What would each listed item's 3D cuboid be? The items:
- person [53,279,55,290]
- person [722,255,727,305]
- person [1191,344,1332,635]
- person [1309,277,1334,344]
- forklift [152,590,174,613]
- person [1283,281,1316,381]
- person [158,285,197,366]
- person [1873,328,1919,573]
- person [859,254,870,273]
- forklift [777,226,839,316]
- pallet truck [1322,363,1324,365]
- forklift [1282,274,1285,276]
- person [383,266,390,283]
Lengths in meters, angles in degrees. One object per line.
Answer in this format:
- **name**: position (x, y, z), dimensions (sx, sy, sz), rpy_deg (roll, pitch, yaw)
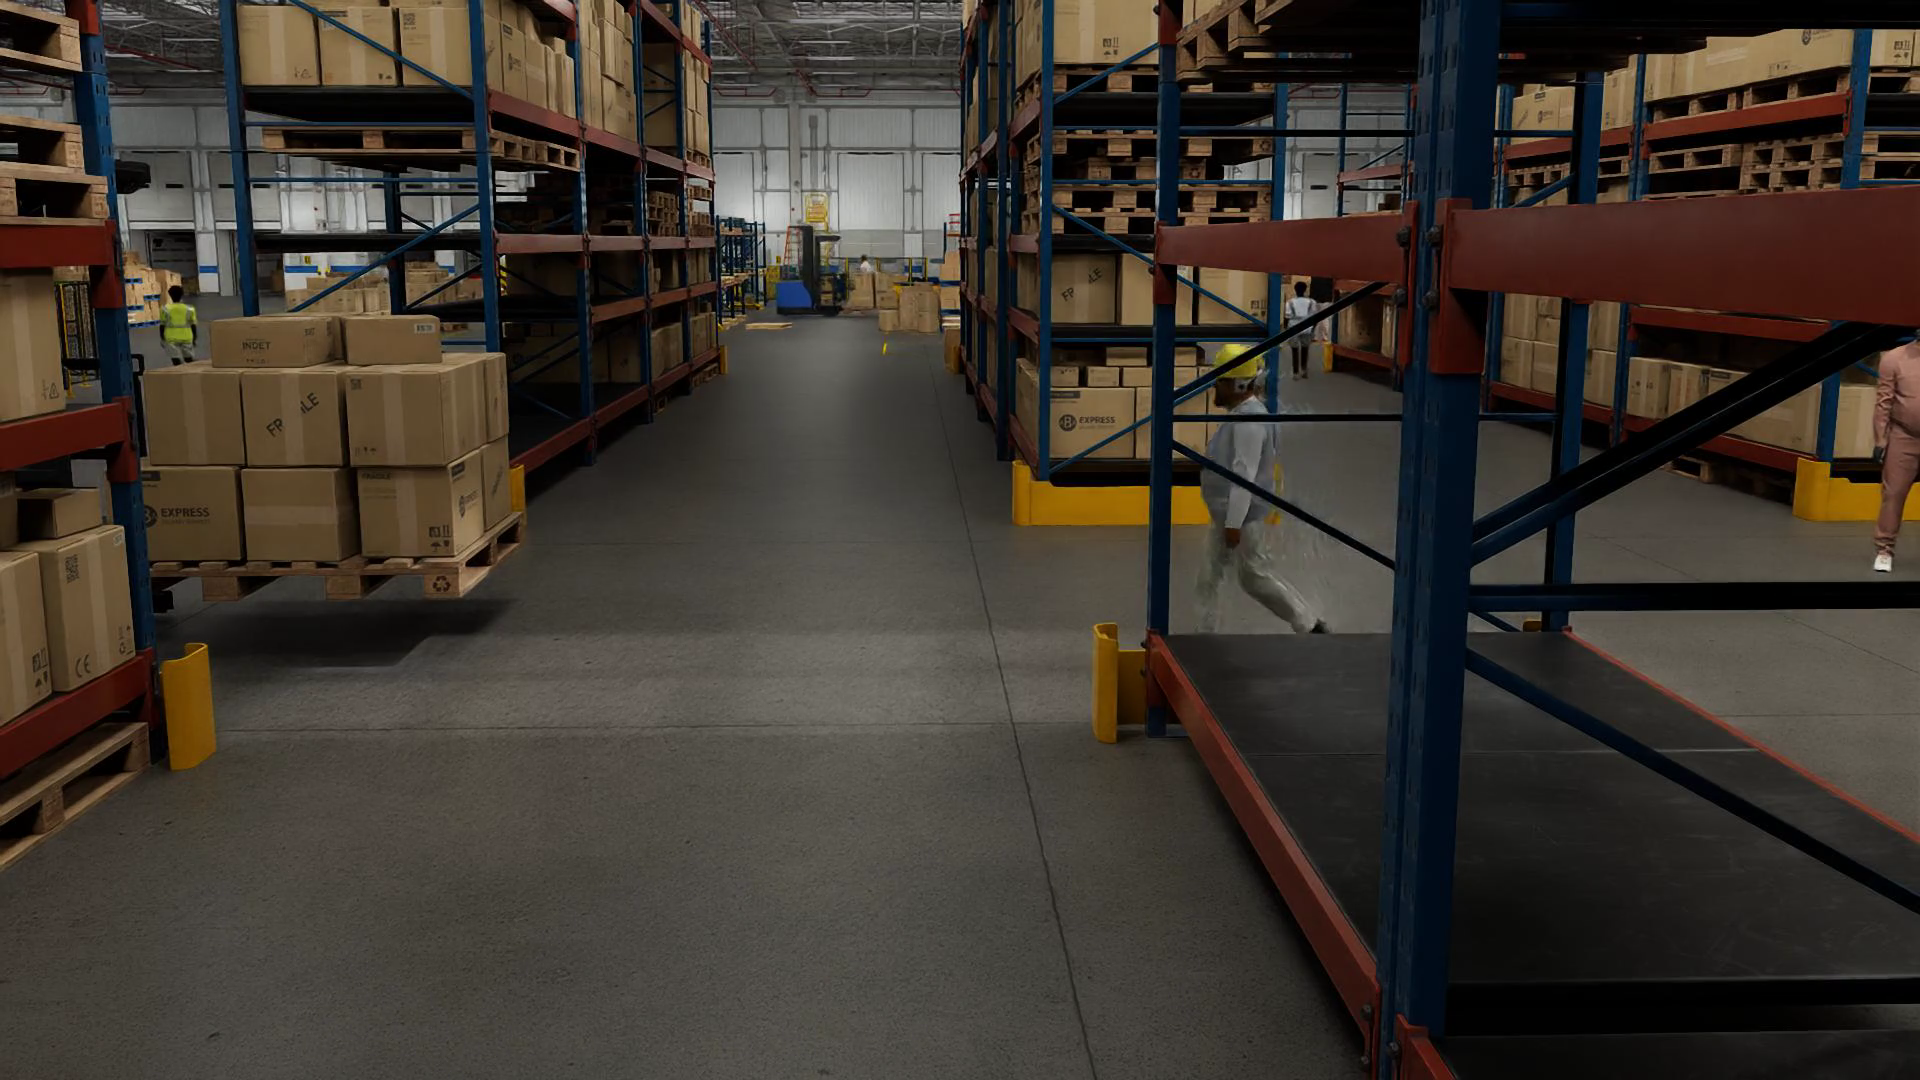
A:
- **person**: position (-20.521, -5.291, 37.139), dimensions (0.364, 1.964, 0.612), rpy_deg (9, 13, 40)
- **person**: position (-8.743, -9.598, 61.505), dimensions (0.430, 1.839, 0.636), rpy_deg (-5, 11, -24)
- **person**: position (1.611, -0.180, 9.155), dimensions (0.843, 1.802, 0.601), rpy_deg (0, 10, 1)
- **person**: position (8.286, -5.497, 38.220), dimensions (0.392, 1.991, 0.613), rpy_deg (-9, 14, -41)
- **forklift**: position (-5.858, -0.811, 9.639), dimensions (1.873, 2.768, 1.129), rpy_deg (-1, 10, -3)
- **person**: position (5.751, -3.555, 28.245), dimensions (0.557, 1.674, 0.593), rpy_deg (0, 10, 2)
- **person**: position (-12.096, -3.092, 25.716), dimensions (0.541, 1.670, 0.715), rpy_deg (-7, 12, -33)
- **person**: position (6.801, -0.694, 11.734), dimensions (0.647, 1.899, 0.399), rpy_deg (4, 11, 22)
- **person**: position (-3.279, -8.987, 57.872), dimensions (0.601, 1.923, 0.630), rpy_deg (4, 11, 19)
- **forklift**: position (-4.766, -8.426, 52.063), dimensions (1.873, 2.768, 1.129), rpy_deg (0, 10, -2)
- **pallet truck**: position (7.712, -4.157, 30.737), dimensions (1.885, 1.965, 0.823), rpy_deg (3, 11, 16)
- **forklift**: position (12.295, -10.027, 60.977), dimensions (1.129, 2.768, 1.873), rpy_deg (0, 10, -2)
- **person**: position (-15.759, -6.927, 46.052), dimensions (0.698, 2.000, 0.724), rpy_deg (1, 10, 4)
